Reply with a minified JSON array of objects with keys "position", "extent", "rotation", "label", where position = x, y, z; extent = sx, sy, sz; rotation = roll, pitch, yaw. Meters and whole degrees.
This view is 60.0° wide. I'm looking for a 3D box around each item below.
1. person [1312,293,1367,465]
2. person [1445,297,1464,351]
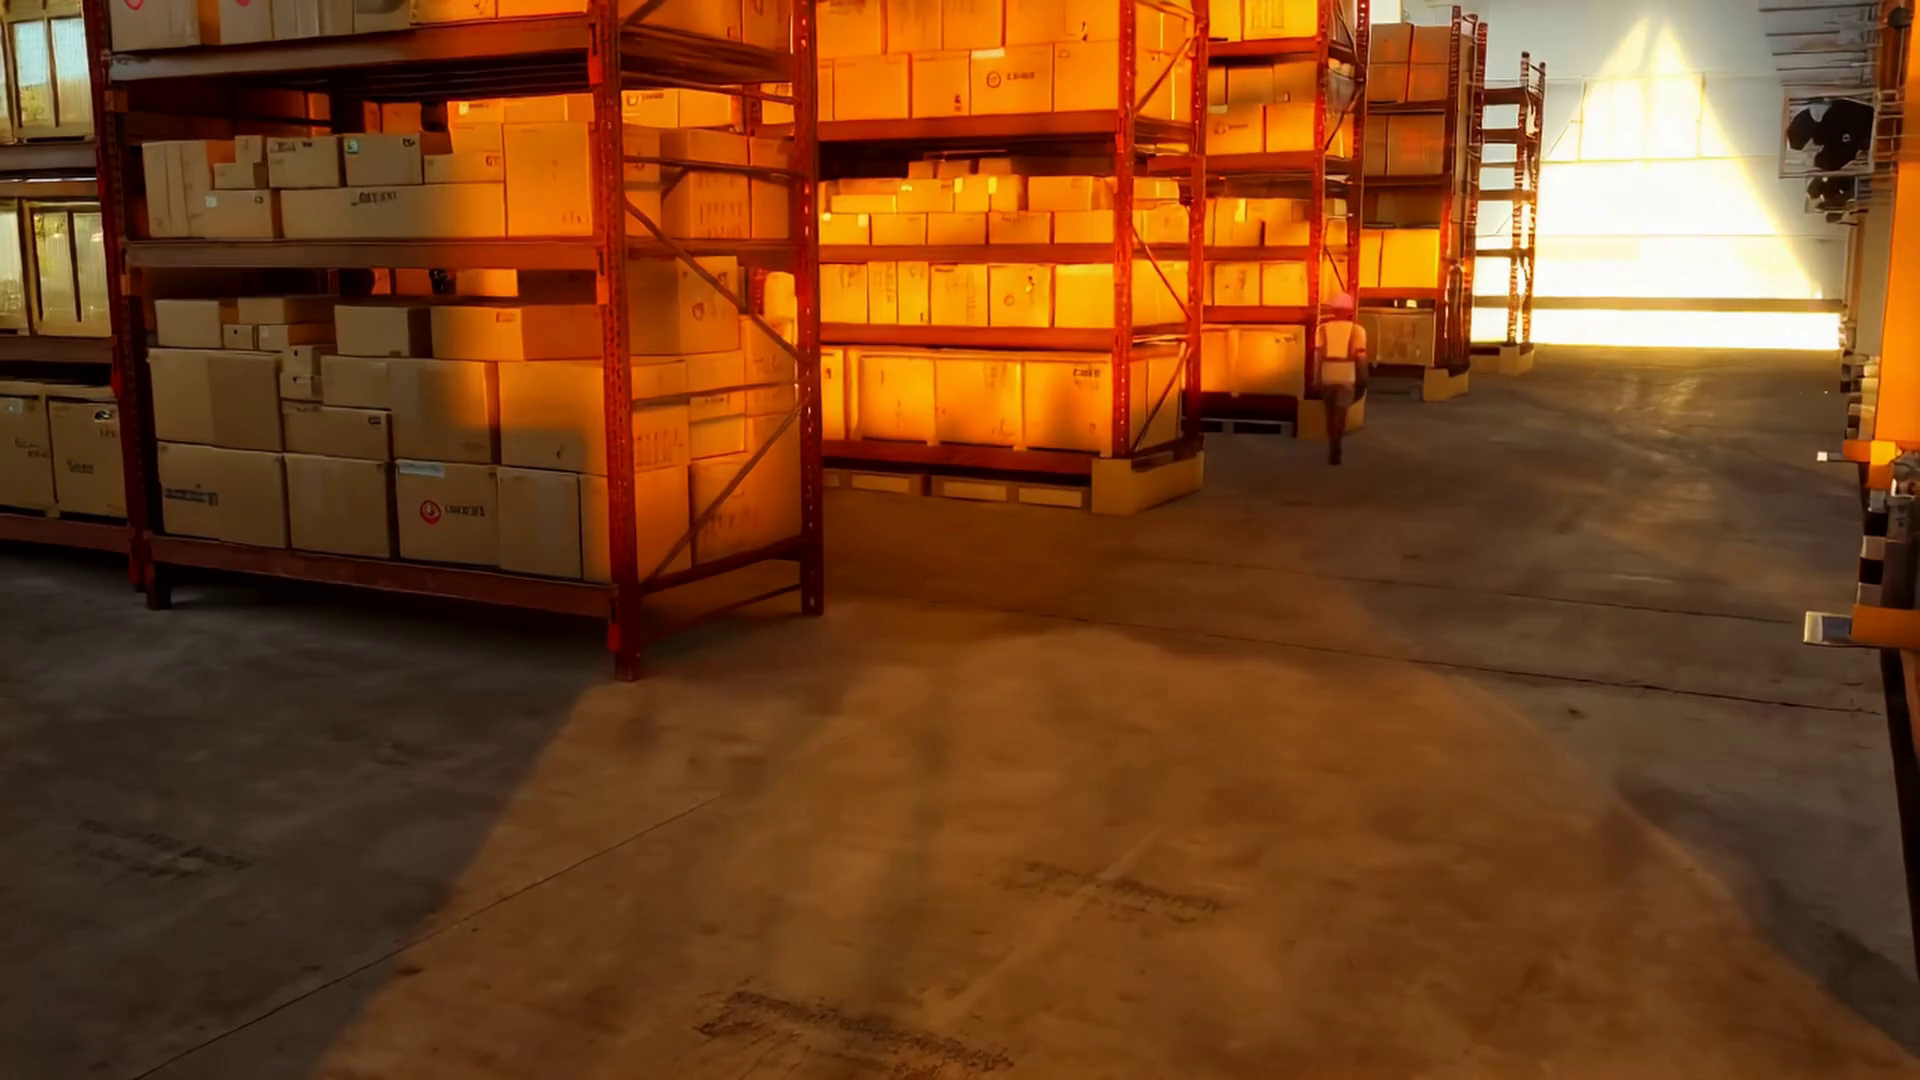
[{"position":[4.247,-1.800,18.559],"extent":[0.573,1.878,1.013],"rotation":[4,11,24],"label":"person"},{"position":[8.661,-3.561,29.496],"extent":[0.668,1.614,0.531],"rotation":[-5,11,-28],"label":"person"}]
